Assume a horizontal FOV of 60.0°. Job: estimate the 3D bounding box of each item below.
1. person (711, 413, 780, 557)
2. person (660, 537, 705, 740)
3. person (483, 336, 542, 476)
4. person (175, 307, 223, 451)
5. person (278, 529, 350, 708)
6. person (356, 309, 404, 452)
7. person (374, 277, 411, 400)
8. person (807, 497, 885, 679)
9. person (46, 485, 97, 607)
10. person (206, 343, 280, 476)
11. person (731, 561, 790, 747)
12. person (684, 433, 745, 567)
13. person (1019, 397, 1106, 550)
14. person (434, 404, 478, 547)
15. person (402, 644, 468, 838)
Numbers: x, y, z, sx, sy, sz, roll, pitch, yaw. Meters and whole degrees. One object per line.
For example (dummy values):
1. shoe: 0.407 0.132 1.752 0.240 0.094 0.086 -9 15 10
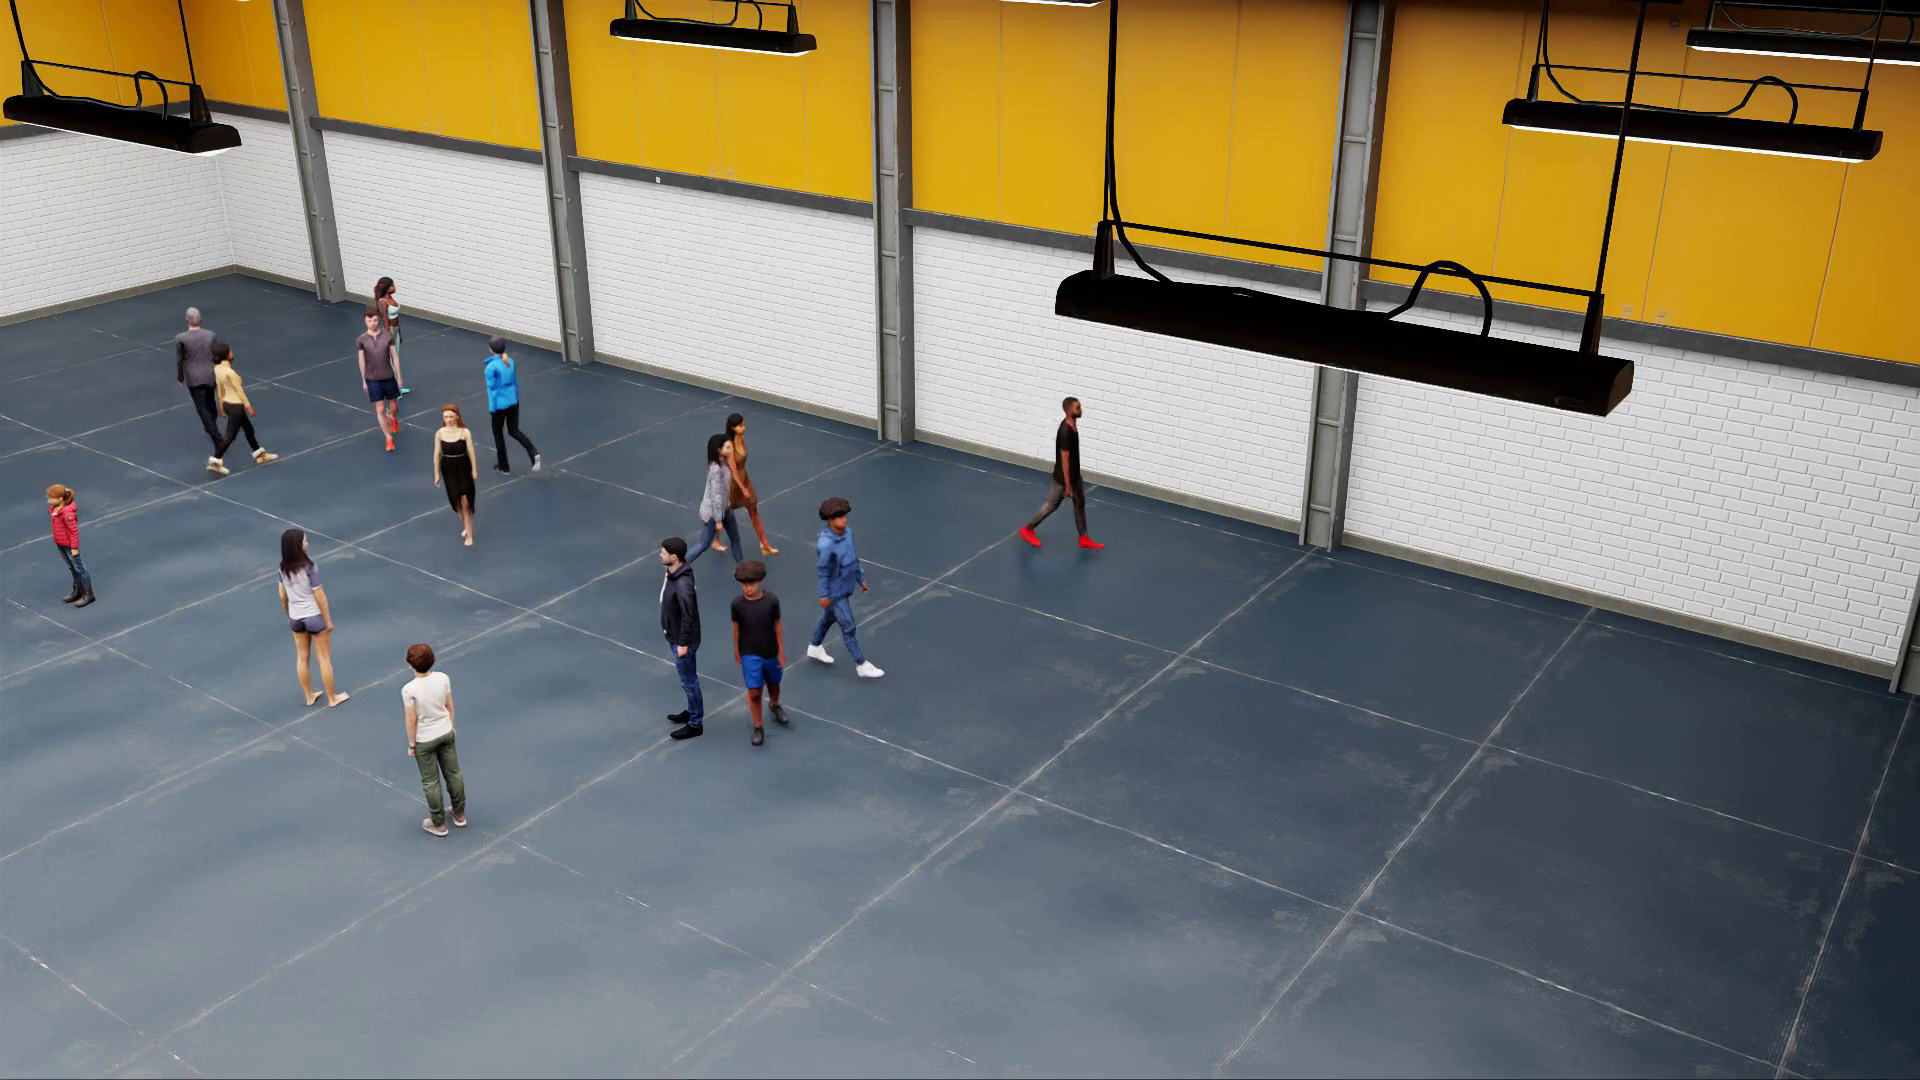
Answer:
1. person: -2.534 -0.566 18.154 1.082 1.638 0.677 10 26 22
2. person: -2.424 0.836 14.627 0.816 1.895 0.739 -6 24 -13
3. person: -5.504 -1.602 20.349 1.005 1.778 0.606 15 28 31
4. person: -9.702 -2.038 21.323 0.869 1.797 1.286 -20 31 -39
5. person: -5.928 0.712 15.114 0.574 1.732 0.711 6 24 12
6. person: -7.460 -2.093 21.399 0.925 1.836 1.046 -10 26 -22
7. person: -7.952 -2.833 23.235 0.701 1.721 0.664 1 24 2
8. person: -1.221 0.428 15.715 1.175 1.771 0.808 11 26 24
9. person: -9.199 0.035 17.180 0.424 1.316 0.559 16 28 32
10. person: -9.033 -1.587 20.509 0.847 1.623 1.127 -19 30 -37
11. person: -1.746 0.936 14.578 0.944 1.750 0.975 -3 24 -7
12. person: -2.652 -0.289 17.454 1.284 1.690 1.129 -2 24 -4
13. person: 1.068 -0.715 18.327 1.280 1.772 0.941 7 25 16
14. person: -5.633 -0.780 18.694 0.874 1.597 0.909 -1 24 -3
15. person: -4.190 1.575 13.236 0.576 1.654 0.597 22 32 40
